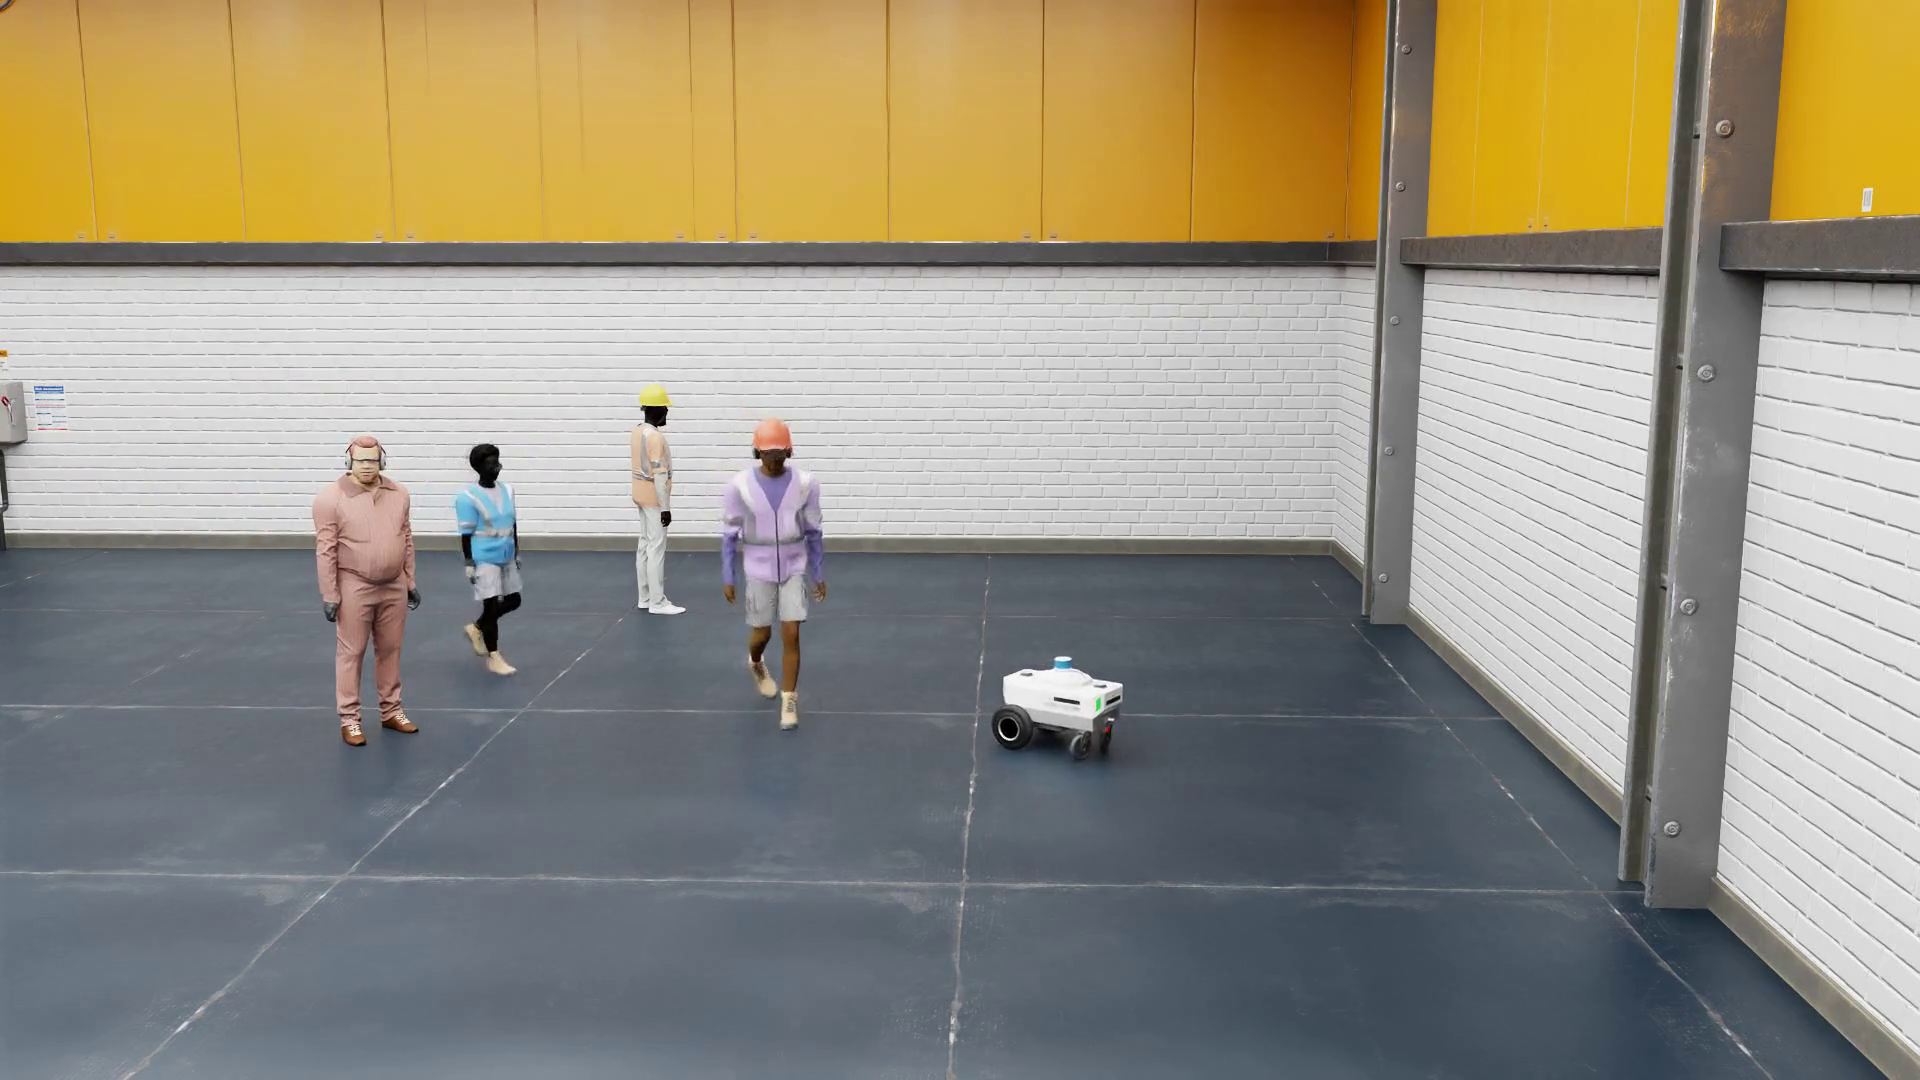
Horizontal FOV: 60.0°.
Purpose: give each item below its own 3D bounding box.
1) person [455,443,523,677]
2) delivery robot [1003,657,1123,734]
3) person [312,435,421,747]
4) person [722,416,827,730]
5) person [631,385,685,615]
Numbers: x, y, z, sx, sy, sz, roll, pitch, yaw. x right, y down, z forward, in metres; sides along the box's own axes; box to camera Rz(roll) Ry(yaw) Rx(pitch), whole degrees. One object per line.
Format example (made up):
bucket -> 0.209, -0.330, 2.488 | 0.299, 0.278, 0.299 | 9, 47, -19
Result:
person -> -3.406, 0.129, 11.925 | 0.521, 1.677, 0.540 | 5, 11, 28
delivery robot -> 0.626, 0.954, 10.123 | 0.707, 0.478, 0.477 | 6, 11, 32
person -> -3.630, 0.301, 10.280 | 0.401, 1.904, 0.650 | 8, 13, 40
person -> -1.200, 0.178, 10.698 | 0.664, 2.012, 0.723 | -2, 10, -12
person -> -2.556, -0.337, 13.943 | 0.367, 1.927, 0.587 | -5, 11, -29
